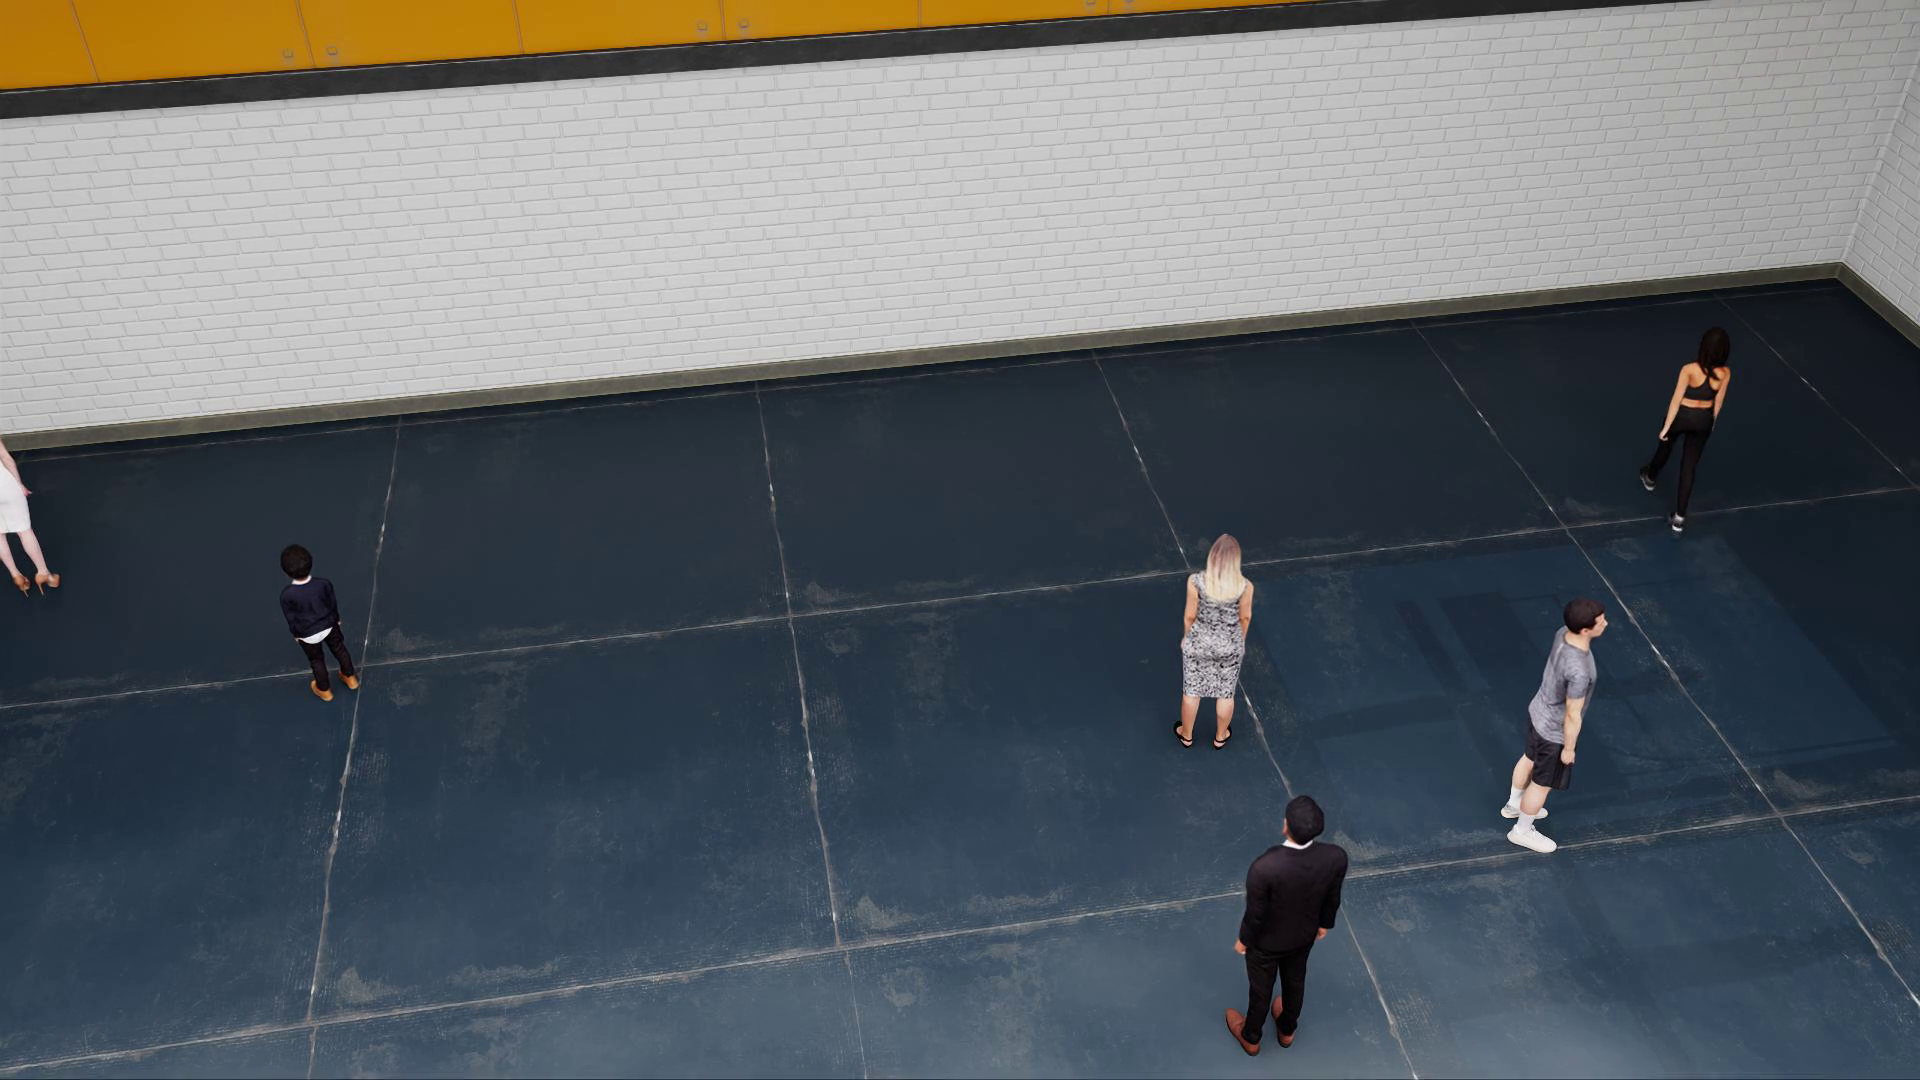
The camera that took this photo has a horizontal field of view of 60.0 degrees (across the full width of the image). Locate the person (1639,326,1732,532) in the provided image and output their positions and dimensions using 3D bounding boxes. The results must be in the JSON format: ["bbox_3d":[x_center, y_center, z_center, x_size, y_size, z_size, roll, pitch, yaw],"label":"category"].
[{"bbox_3d":[5.493,-0.813,12.470,0.811,1.604,1.125,6,39,8],"label":"person"}]

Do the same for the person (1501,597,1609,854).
[{"bbox_3d":[3.532,1.074,9.901,0.774,1.862,0.595,4,39,5],"label":"person"}]

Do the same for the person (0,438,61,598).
[{"bbox_3d":[-6.824,-0.347,11.736,0.580,1.791,0.512,-3,39,-4],"label":"person"}]

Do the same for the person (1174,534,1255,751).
[{"bbox_3d":[1.604,0.671,10.530,0.620,1.705,0.594,5,39,6],"label":"person"}]

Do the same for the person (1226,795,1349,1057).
[{"bbox_3d":[1.692,2.030,8.685,0.713,1.884,0.575,-10,40,-12],"label":"person"}]

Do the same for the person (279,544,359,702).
[{"bbox_3d":[-4.287,0.550,11.069,0.570,1.222,0.592,-27,46,-29],"label":"person"}]
